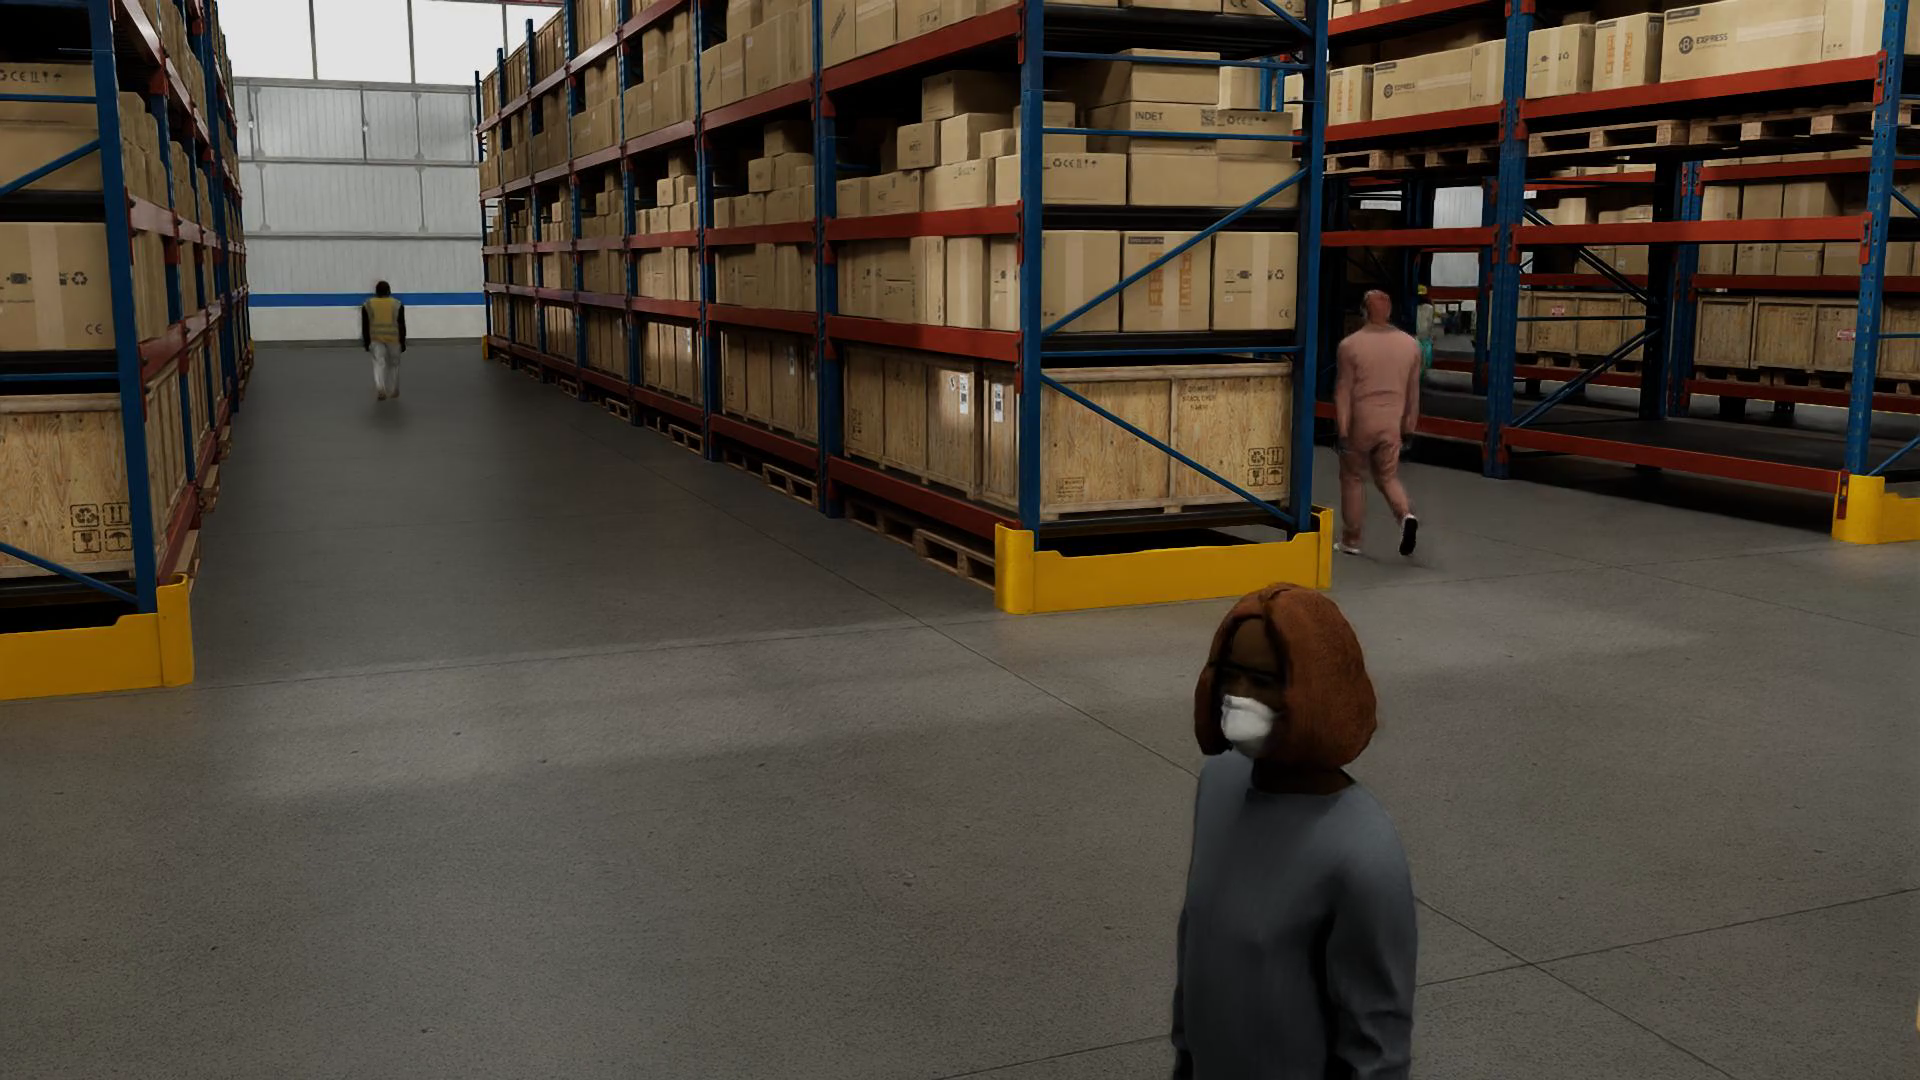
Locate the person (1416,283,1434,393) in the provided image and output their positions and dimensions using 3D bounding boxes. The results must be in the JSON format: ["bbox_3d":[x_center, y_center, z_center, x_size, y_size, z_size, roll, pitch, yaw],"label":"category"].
[{"bbox_3d":[7.141,-3.113,25.877,0.542,1.750,0.374,-2,10,-13],"label":"person"}]

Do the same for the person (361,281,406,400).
[{"bbox_3d":[-8.752,-3.035,25.268,0.634,1.808,0.930,-2,10,-12],"label":"person"}]

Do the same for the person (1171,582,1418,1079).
[{"bbox_3d":[0.446,0.865,2.407,0.280,1.633,0.502,-4,10,-22],"label":"person"}]

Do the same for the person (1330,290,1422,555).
[{"bbox_3d":[2.924,-0.800,11.646,0.652,1.889,0.662,-3,10,-15],"label":"person"}]
